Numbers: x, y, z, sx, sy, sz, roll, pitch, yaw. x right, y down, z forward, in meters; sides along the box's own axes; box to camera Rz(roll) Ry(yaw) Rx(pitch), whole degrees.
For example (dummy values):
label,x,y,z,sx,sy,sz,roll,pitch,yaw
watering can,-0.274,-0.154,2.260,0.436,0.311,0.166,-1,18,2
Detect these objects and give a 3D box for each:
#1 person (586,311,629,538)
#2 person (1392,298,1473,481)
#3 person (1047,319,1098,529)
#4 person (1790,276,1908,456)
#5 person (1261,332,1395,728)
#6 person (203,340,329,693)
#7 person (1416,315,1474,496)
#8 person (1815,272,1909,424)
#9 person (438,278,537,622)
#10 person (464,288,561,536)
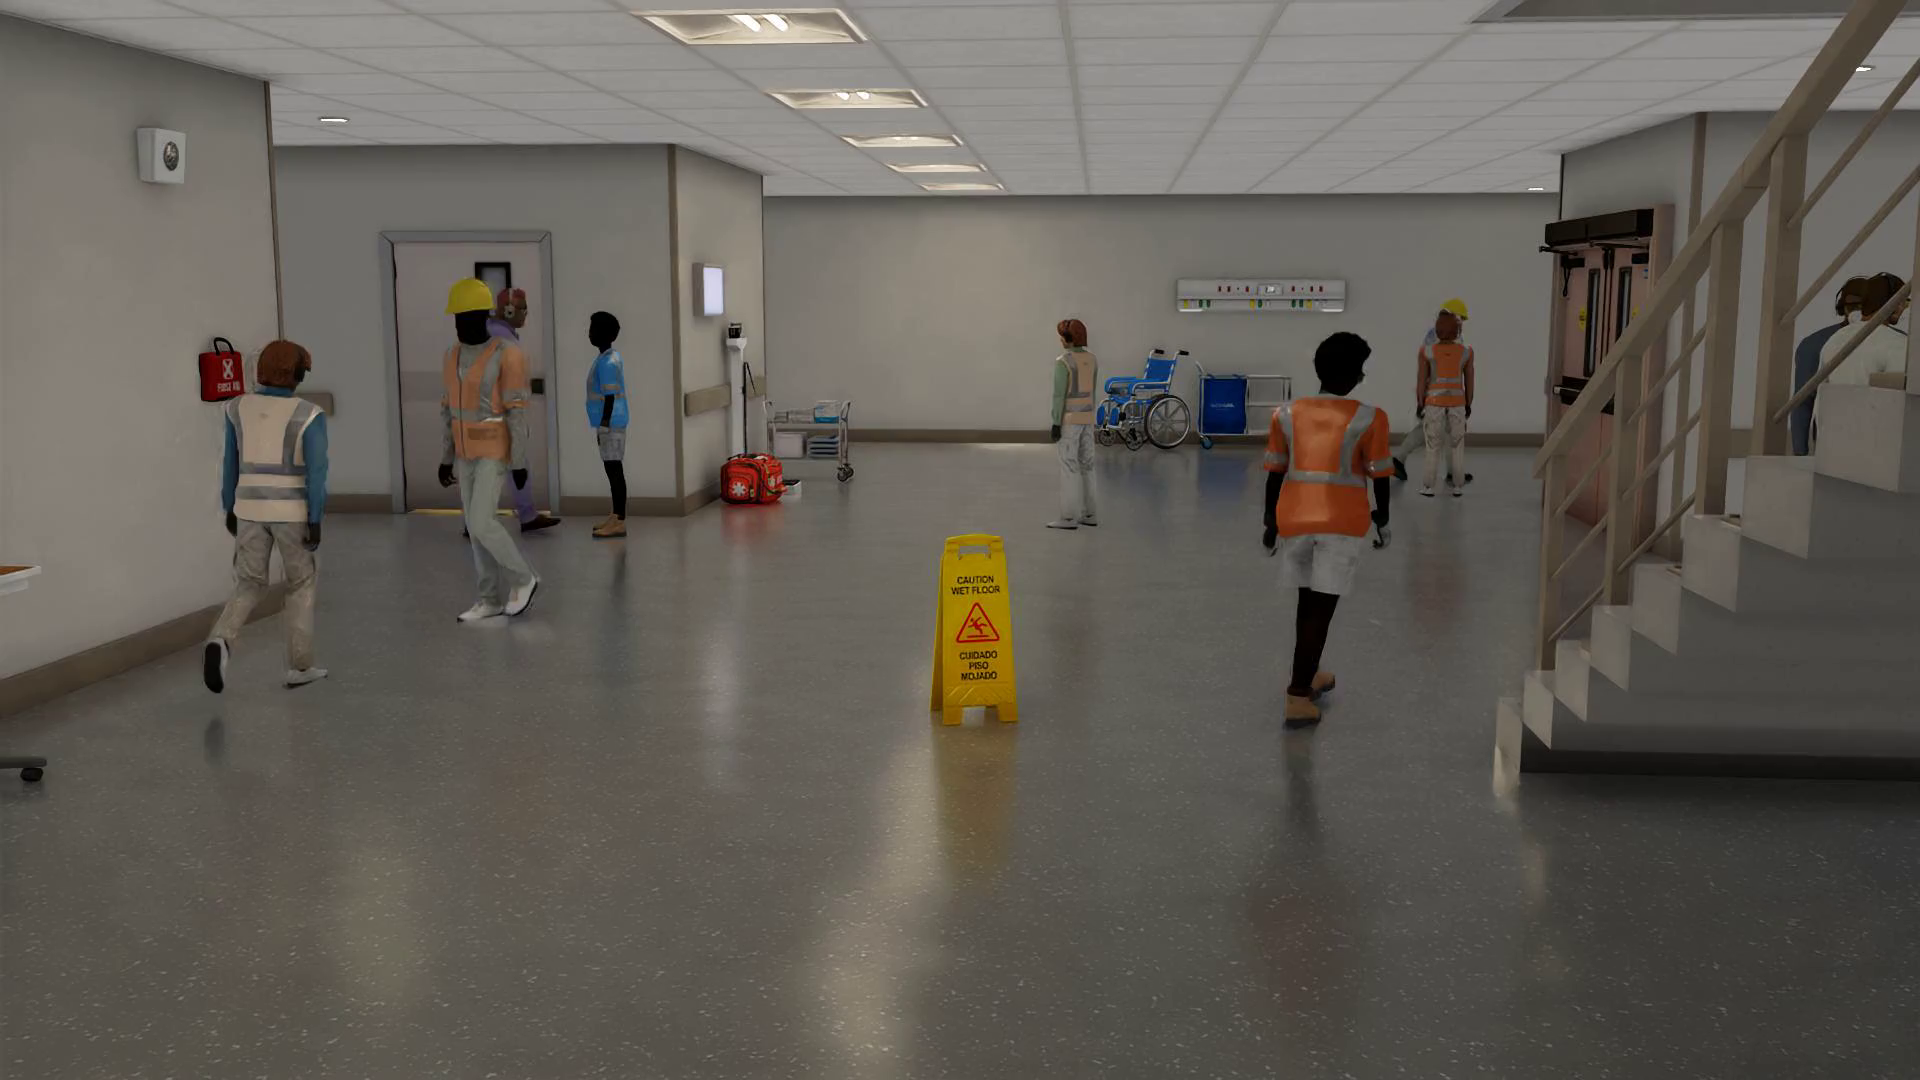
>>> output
label,x,y,z,sx,sy,sz,roll,pitch,yaw
person,-2.652,-0.867,12.522,0.319,1.697,0.533,-1,8,-9
person,4.589,-1.446,16.144,0.816,1.793,0.607,-2,9,-16
person,0.895,-0.900,12.972,0.309,1.634,0.516,7,11,39
person,5.100,-0.539,9.527,0.636,1.928,0.384,3,9,18
person,1.601,-0.058,7.146,0.542,1.651,0.816,6,10,36
person,-3.135,-0.091,7.501,0.548,1.616,0.664,1,8,9
person,4.372,-1.204,15.004,0.511,1.640,0.308,1,8,4
person,4.867,-0.463,8.953,0.354,1.937,0.635,-1,8,-10
person,-2.664,-0.487,9.234,0.588,1.912,0.410,6,10,36
person,-3.389,-0.955,12.553,0.865,1.866,0.682,-3,9,-21
